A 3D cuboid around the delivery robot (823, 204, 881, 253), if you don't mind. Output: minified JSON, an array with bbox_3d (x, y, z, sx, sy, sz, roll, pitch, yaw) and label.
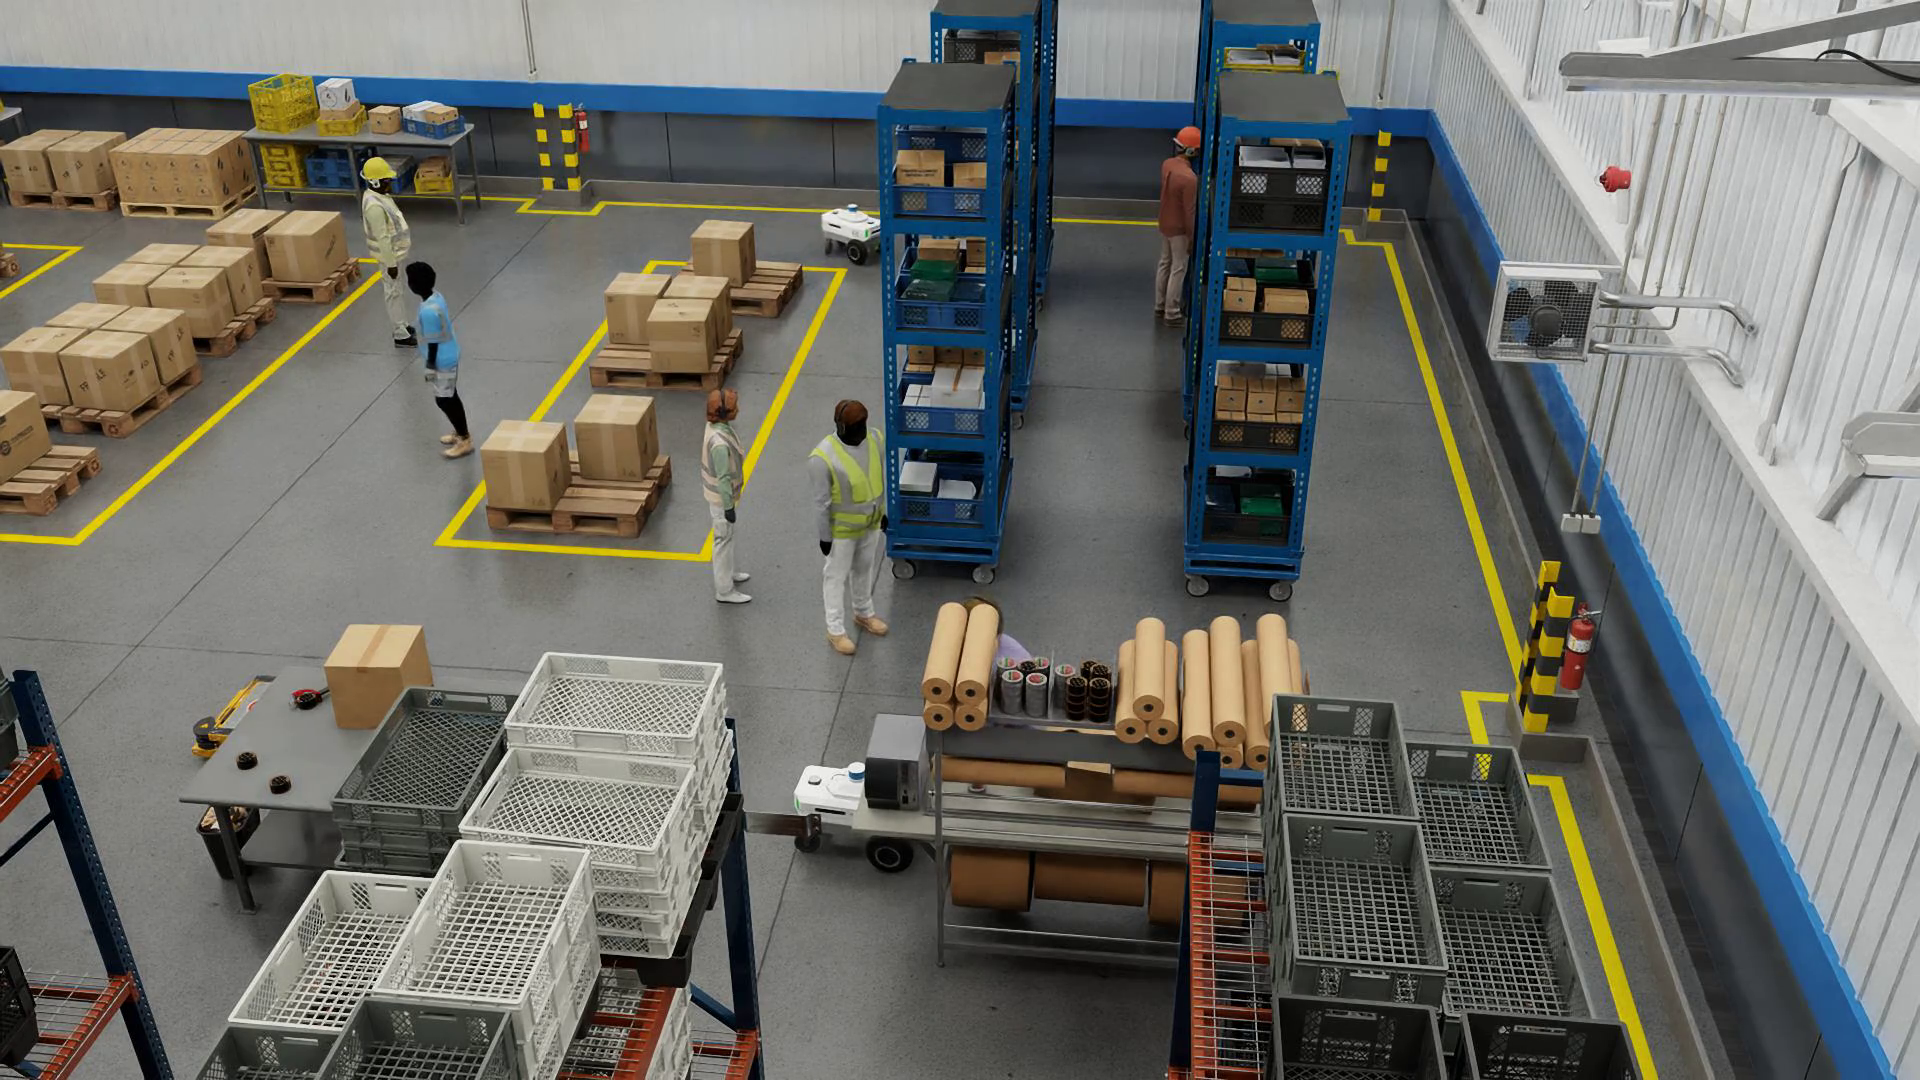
[{"bbox_3d":[-1.164,-3.419,18.149,0.707,0.478,0.477,23,37,33],"label":"delivery robot"}]

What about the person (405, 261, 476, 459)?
[{"bbox_3d":[-4.323,-1.508,13.841,0.328,1.686,0.544,-7,31,-12],"label":"person"}]

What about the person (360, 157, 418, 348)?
[{"bbox_3d":[-5.404,-2.735,15.802,0.404,1.831,0.600,-9,31,-15],"label":"person"}]

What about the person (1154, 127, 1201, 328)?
[{"bbox_3d":[2.142,-3.039,16.184,0.411,1.981,0.625,-11,32,-18],"label":"person"}]

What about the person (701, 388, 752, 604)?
[{"bbox_3d":[-1.675,-0.322,11.857,0.315,1.632,0.520,-5,31,-8],"label":"person"}]

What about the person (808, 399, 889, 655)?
[{"bbox_3d":[-0.719,-0.118,11.298,0.430,1.844,0.623,26,39,37],"label":"person"}]

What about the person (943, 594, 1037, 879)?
[{"bbox_3d":[0.140,1.103,9.118,0.629,1.931,0.369,18,35,28],"label":"person"}]

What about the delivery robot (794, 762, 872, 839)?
[{"bbox_3d":[-0.594,1.514,9.676,0.707,0.478,0.477,6,31,10],"label":"delivery robot"}]
